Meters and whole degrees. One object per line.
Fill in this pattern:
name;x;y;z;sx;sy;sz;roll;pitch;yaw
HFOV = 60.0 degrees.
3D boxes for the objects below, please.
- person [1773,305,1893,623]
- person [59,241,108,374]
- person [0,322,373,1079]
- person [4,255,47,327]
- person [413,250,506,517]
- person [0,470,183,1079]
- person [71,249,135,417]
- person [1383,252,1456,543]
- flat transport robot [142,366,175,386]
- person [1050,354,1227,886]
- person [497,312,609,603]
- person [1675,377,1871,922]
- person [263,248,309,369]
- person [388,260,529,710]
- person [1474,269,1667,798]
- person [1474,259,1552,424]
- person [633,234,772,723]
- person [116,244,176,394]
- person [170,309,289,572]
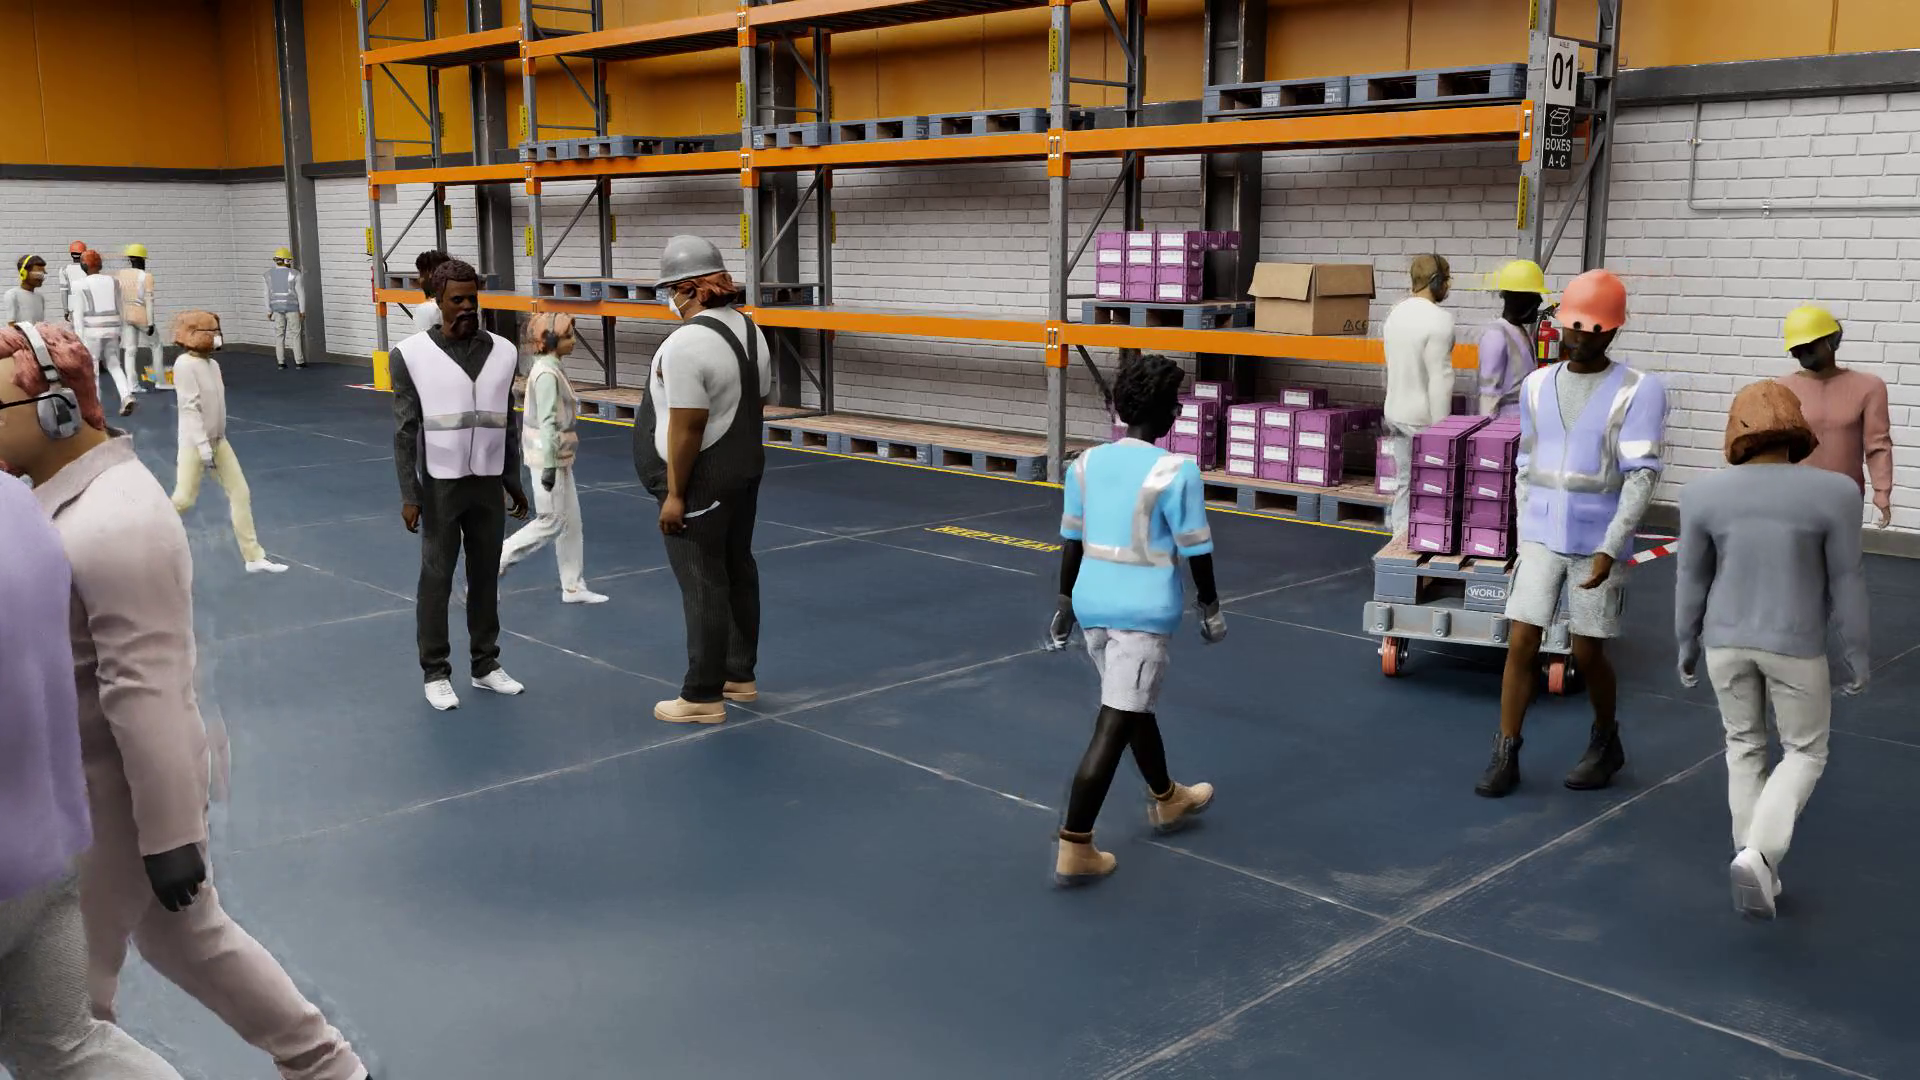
person;3.914;-0.216;7.597;0.556;1.720;0.789;4;11;19
person;-12.800;-3.385;24.280;0.543;1.939;0.360;-3;11;-16
person;-1.680;0.483;3.405;0.867;1.867;0.649;-6;12;-28
person;-8.267;-1.605;14.822;0.416;1.848;0.550;0;10;2
person;-3.548;-1.069;11.704;0.768;1.929;0.612;4;11;18
person;-1.632;0.563;2.847;0.857;1.906;0.625;-1;10;-5
person;-9.492;-2.270;18.405;0.564;1.871;0.588;8;13;36
person;2.635;-0.670;9.498;0.416;1.927;0.653;-3;11;-15
flat transport robot;-10.618;-2.233;22.552;0.652;0.197;1.431;-7;13;-35
person;0.580;0.234;5.324;0.845;1.640;0.536;-8;13;-37
person;-2.285;-0.418;8.988;0.635;1.621;0.526;-2;11;-9
person;2.341;0.337;4.862;0.560;1.607;0.513;9;14;40
person;-10.189;-3.489;25.153;0.589;1.827;0.404;0;10;0
person;-2.167;-0.245;7.213;0.373;1.917;0.594;9;14;42
person;2.220;-0.003;5.928;0.631;1.907;0.555;-10;14;-42
person;3.003;-0.623;9.353;0.872;1.898;0.598;6;12;29
person;-1.105;-0.262;6.975;0.537;2.000;0.679;4;11;19
person;-10.518;-2.845;21.429;0.594;1.896;0.792;2;11;12
person;-4.522;-0.568;9.856;0.837;1.595;0.499;1;10;3
